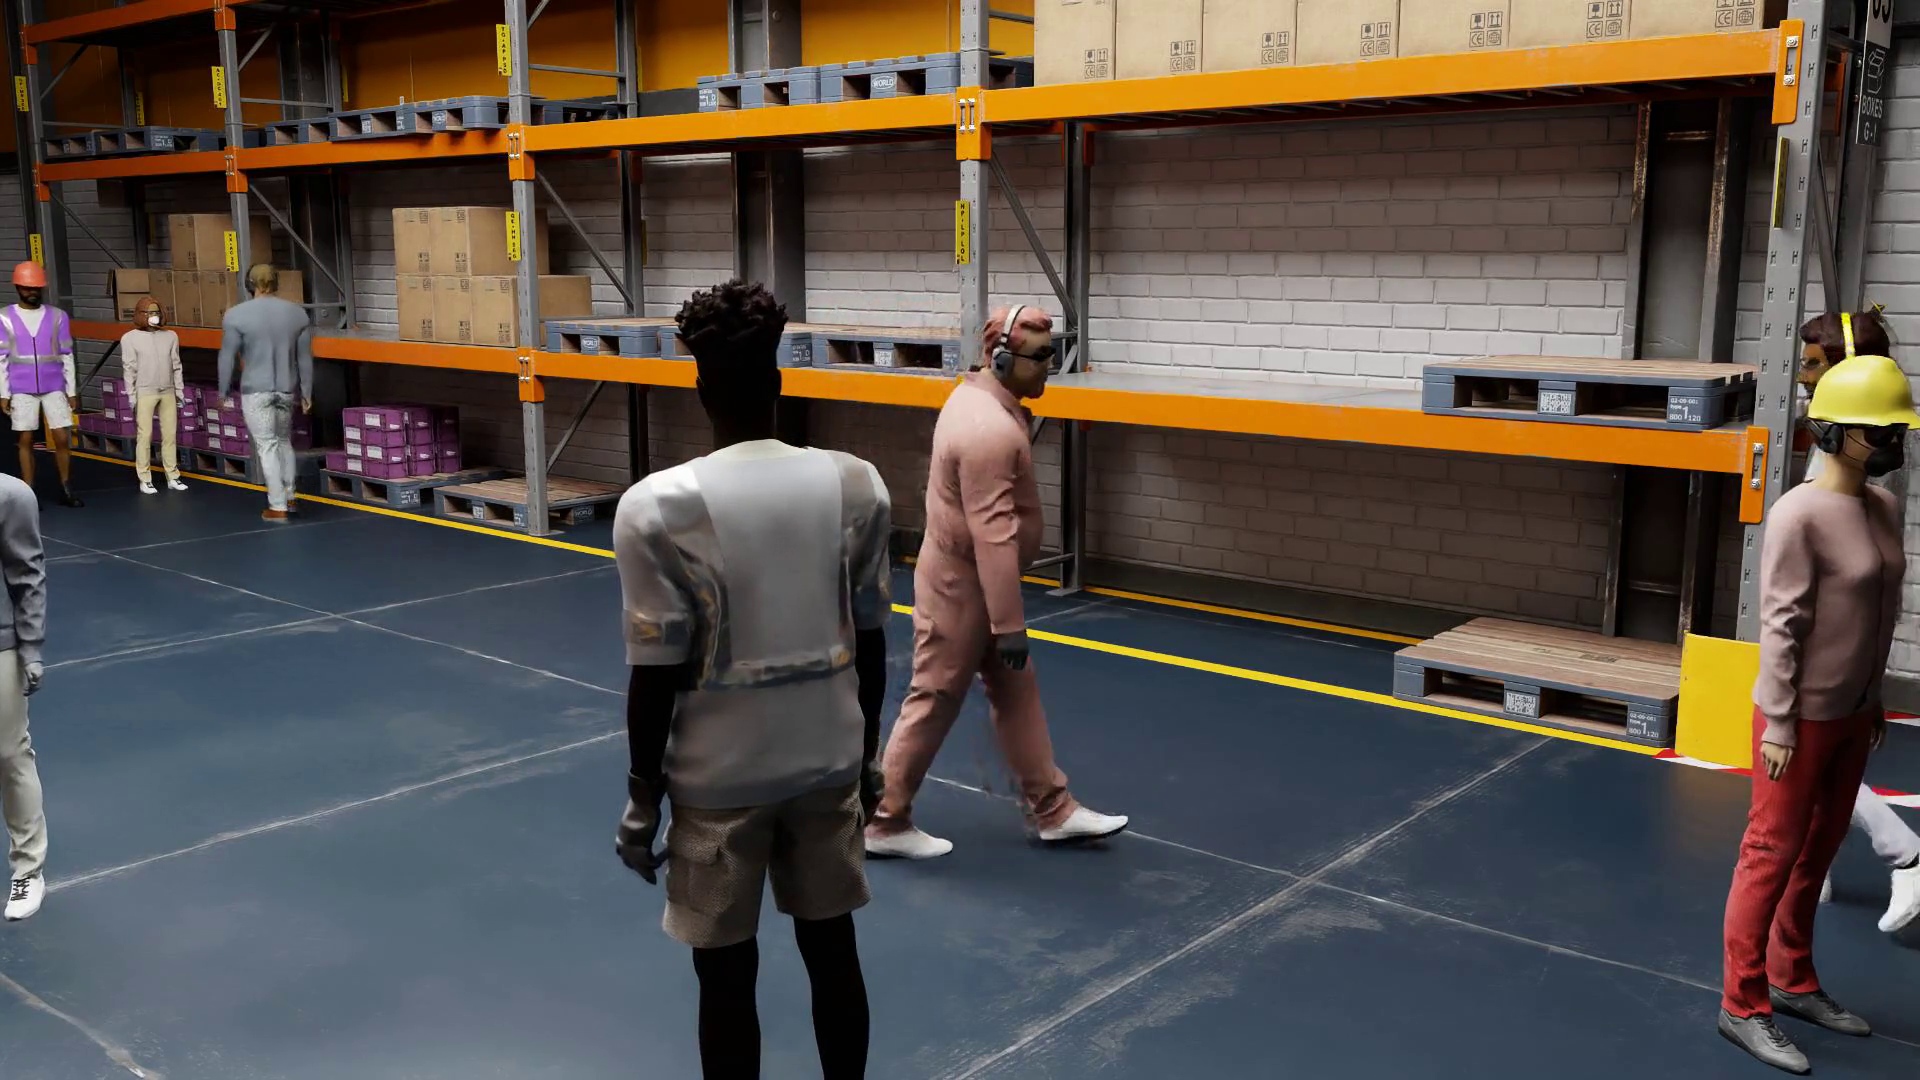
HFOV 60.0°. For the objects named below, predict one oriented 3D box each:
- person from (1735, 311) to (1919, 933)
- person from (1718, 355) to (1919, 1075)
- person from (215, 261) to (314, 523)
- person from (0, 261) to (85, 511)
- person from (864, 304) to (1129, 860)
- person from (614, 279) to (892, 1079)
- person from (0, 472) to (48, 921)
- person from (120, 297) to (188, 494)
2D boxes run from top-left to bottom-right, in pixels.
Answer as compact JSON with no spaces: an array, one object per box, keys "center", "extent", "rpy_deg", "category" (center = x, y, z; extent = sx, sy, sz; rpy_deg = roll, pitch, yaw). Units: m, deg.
[{"center":[2.646,0.248,4.929],"extent":[0.549,1.847,0.605],"rpy_deg":[-9,13,-41],"category":"person"},{"center":[2.164,0.426,4.137],"extent":[0.533,1.767,0.323],"rpy_deg":[-7,12,-36],"category":"person"},{"center":[-5.184,-1.091,12.337],"extent":[0.619,1.921,0.642],"rpy_deg":[8,13,39],"category":"person"},{"center":[-7.096,-1.173,12.794],"extent":[0.545,1.926,0.402],"rpy_deg":[-7,12,-33],"category":"person"},{"center":[0.120,0.164,5.398],"extent":[0.961,1.841,0.701],"rpy_deg":[0,10,2],"category":"person"},{"center":[-0.415,0.458,3.403],"extent":[0.600,1.959,0.375],"rpy_deg":[-6,12,-33],"category":"person"},{"center":[-2.995,0.342,4.988],"extent":[0.499,1.634,0.279],"rpy_deg":[-1,10,-4],"category":"person"},{"center":[-6.670,-1.197,13.781],"extent":[0.282,1.624,0.493],"rpy_deg":[6,12,32],"category":"person"}]
